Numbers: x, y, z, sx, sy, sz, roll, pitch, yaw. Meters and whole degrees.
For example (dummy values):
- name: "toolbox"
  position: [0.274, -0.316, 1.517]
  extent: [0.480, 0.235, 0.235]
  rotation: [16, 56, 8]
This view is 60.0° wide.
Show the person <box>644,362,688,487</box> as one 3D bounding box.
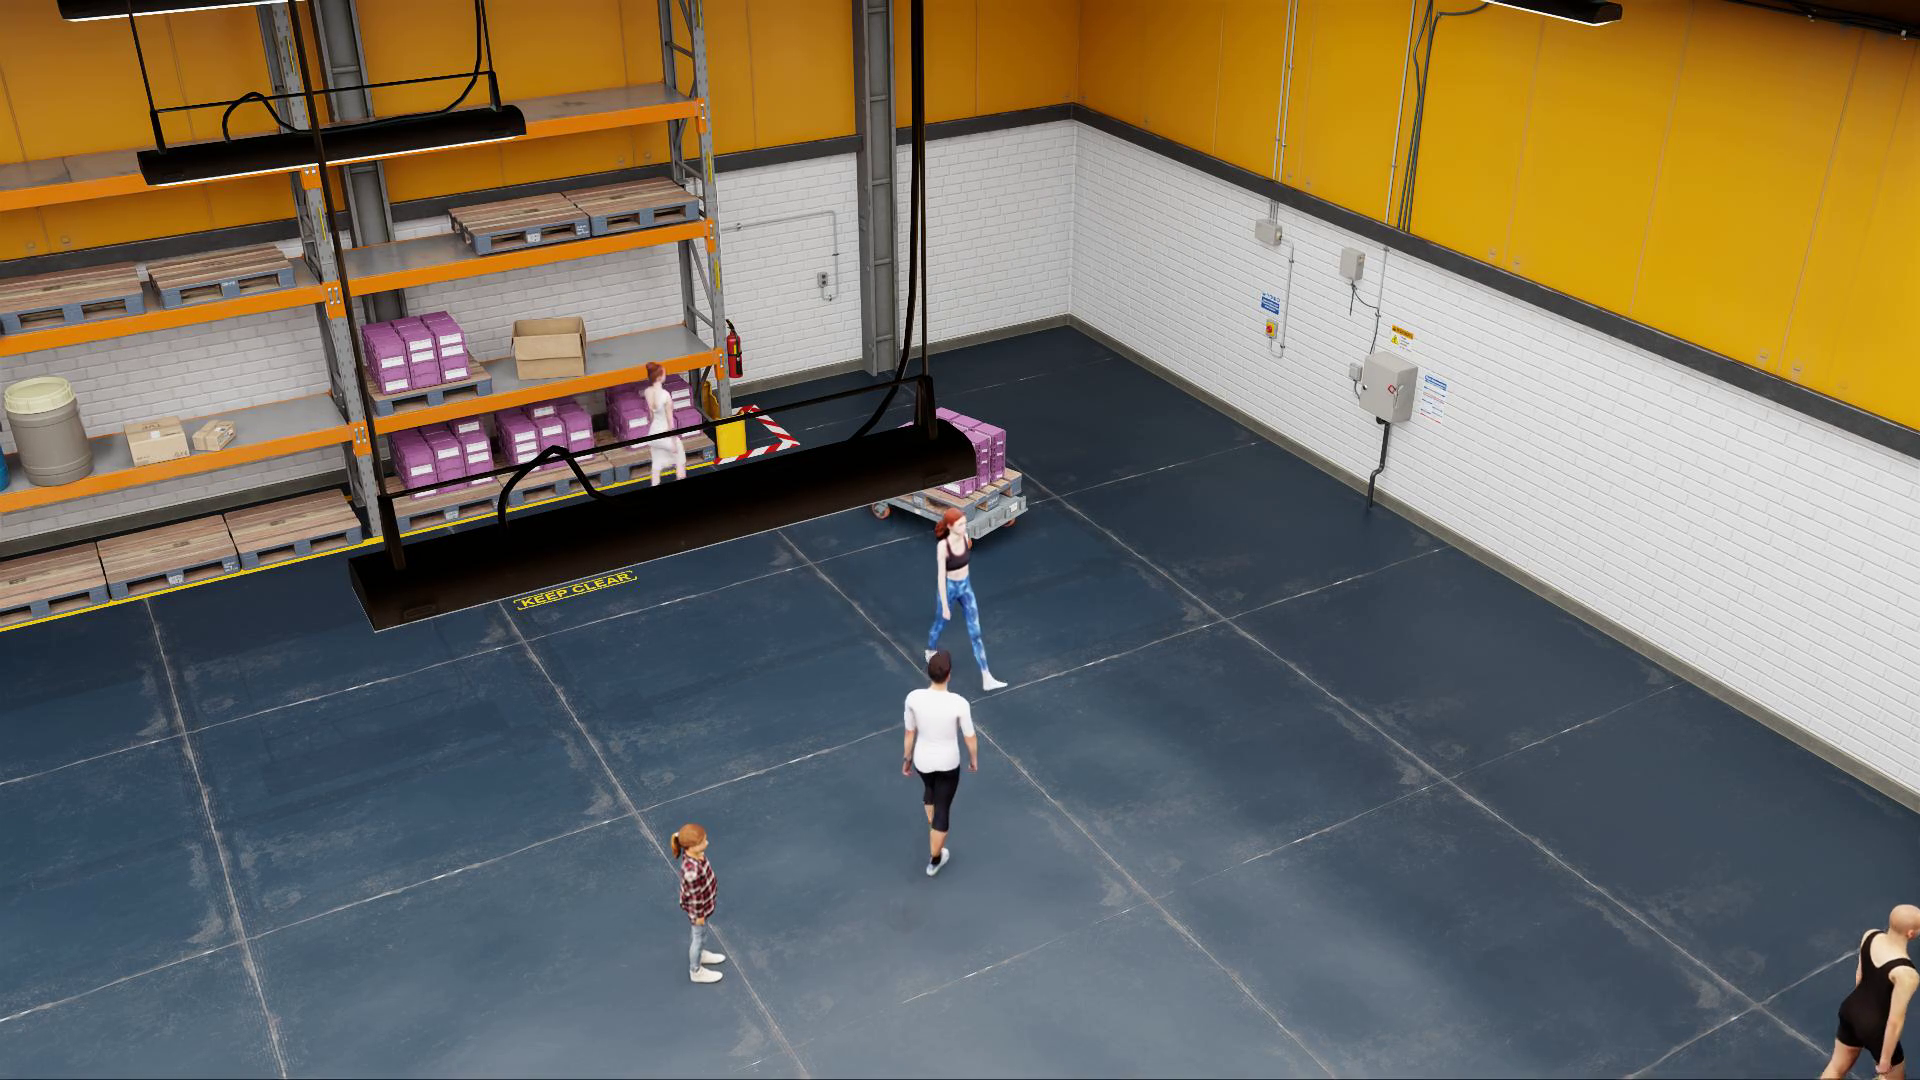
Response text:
- name: "person"
  position: [-3.196, -1.009, 17.486]
  extent: [0.748, 1.777, 0.850]
  rotation: [20, 35, 32]

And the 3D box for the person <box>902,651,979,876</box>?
- name: "person"
  position: [-0.194, 1.708, 12.453]
  extent: [1.031, 1.828, 1.094]
  rotation: [8, 30, 14]

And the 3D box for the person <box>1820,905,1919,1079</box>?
- name: "person"
  position: [5.474, 2.968, 10.165]
  extent: [0.770, 1.807, 0.786]
  rotation: [-3, 29, -6]

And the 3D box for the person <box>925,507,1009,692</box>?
- name: "person"
  position: [-0.116, 0.502, 14.762]
  extent: [0.877, 1.733, 1.201]
  rotation: [26, 38, 38]

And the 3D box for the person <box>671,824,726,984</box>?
- name: "person"
  position: [-1.833, 2.497, 11.550]
  extent: [0.614, 1.305, 0.594]
  rotation: [-3, 29, -6]
